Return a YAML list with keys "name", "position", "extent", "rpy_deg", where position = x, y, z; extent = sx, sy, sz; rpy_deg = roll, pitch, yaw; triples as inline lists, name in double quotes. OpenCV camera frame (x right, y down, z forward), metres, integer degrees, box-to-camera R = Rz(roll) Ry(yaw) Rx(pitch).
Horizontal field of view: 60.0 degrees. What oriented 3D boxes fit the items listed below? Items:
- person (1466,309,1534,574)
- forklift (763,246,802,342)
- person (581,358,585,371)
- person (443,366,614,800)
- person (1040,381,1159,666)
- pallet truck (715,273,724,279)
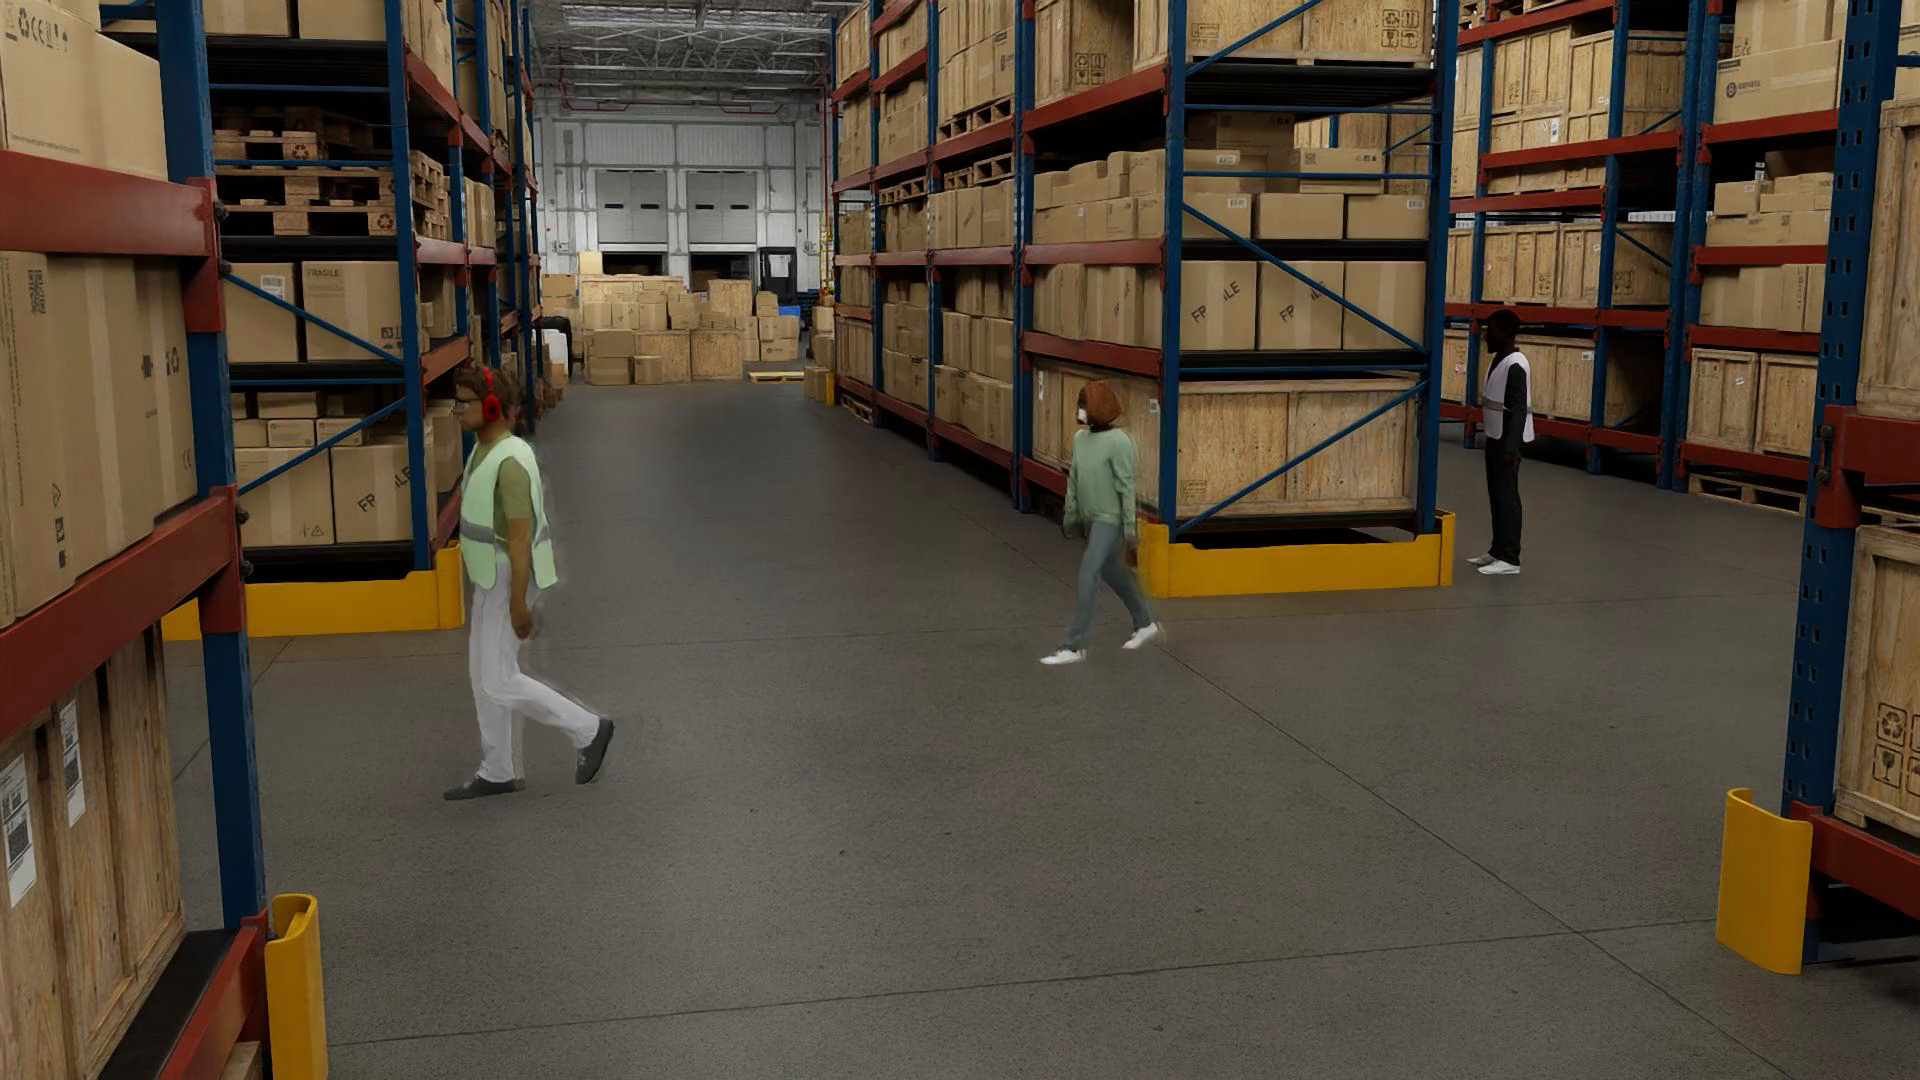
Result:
- name: "person"
  position: [3.959, -0.712, 12.087]
  extent: [0.373, 1.916, 0.596]
  rpy_deg: [1, 9, 4]
- name: "forklift"
  position: [-5.328, -7.287, 49.237]
  extent: [1.129, 2.768, 1.873]
  rpy_deg: [-2, 10, -12]
- name: "person"
  position: [-7.646, -4.562, 35.527]
  extent: [1.057, 1.937, 0.641]
  rpy_deg: [1, 9, 6]
- name: "person"
  position: [-1.830, 0.189, 6.893]
  extent: [0.595, 1.830, 0.574]
  rpy_deg: [-4, 10, -25]
- name: "person"
  position: [0.825, -0.115, 9.442]
  extent: [0.849, 1.594, 0.517]
  rpy_deg: [-5, 11, -28]
- name: "pallet truck"
  position: [-8.580, -8.986, 62.280]
  extent: [1.885, 1.965, 0.823]
  rpy_deg: [1, 9, 5]
